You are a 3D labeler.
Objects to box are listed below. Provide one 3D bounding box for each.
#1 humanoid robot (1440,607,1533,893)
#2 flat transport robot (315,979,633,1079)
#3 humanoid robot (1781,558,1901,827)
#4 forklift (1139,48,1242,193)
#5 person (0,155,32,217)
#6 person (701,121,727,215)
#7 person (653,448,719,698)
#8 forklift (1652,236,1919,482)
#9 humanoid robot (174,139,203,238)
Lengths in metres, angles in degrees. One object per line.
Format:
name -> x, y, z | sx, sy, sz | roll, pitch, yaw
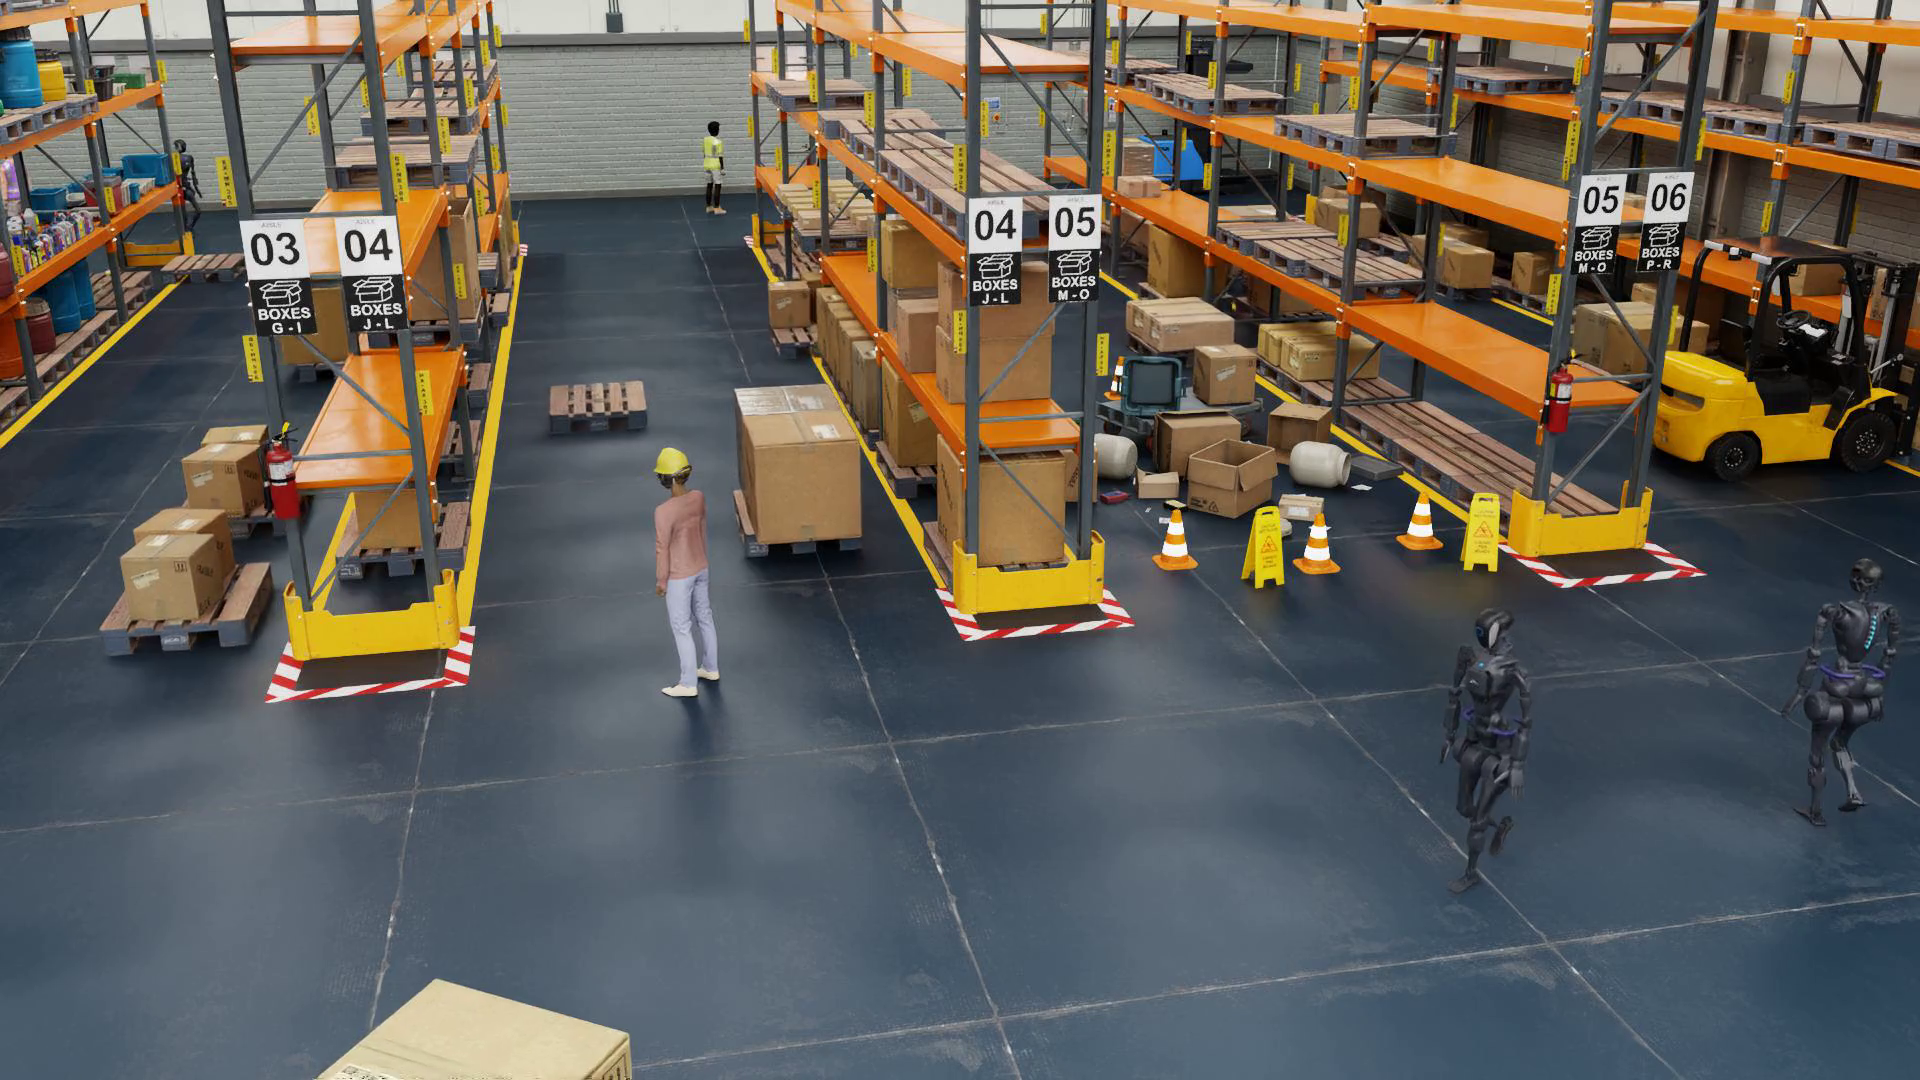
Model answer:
humanoid robot -> 2.967, 1.129, 9.175 | 0.621, 1.638, 0.602 | -12, 24, -29
flat transport robot -> -1.783, 2.973, 6.197 | 1.431, 0.231, 0.659 | -17, 26, -39
humanoid robot -> 5.172, 0.910, 9.731 | 0.603, 1.648, 0.386 | -2, 20, -6
forklift -> 4.566, -8.313, 32.860 | 1.873, 2.768, 1.129 | -4, 21, -12
person -> -15.366, -5.564, 27.150 | 0.347, 1.687, 0.489 | 12, 24, 30
person -> -4.524, -6.842, 30.587 | 0.538, 1.687, 0.319 | 17, 26, 38
person -> -1.928, 0.217, 11.489 | 0.344, 1.759, 0.516 | 9, 22, 23
forklift -> 8.013, -1.814, 16.330 | 2.313, 2.155, 1.214 | -4, 21, -12
humanoid robot -> -13.174, -5.965, 28.231 | 0.345, 1.645, 0.589 | 7, 21, 17
